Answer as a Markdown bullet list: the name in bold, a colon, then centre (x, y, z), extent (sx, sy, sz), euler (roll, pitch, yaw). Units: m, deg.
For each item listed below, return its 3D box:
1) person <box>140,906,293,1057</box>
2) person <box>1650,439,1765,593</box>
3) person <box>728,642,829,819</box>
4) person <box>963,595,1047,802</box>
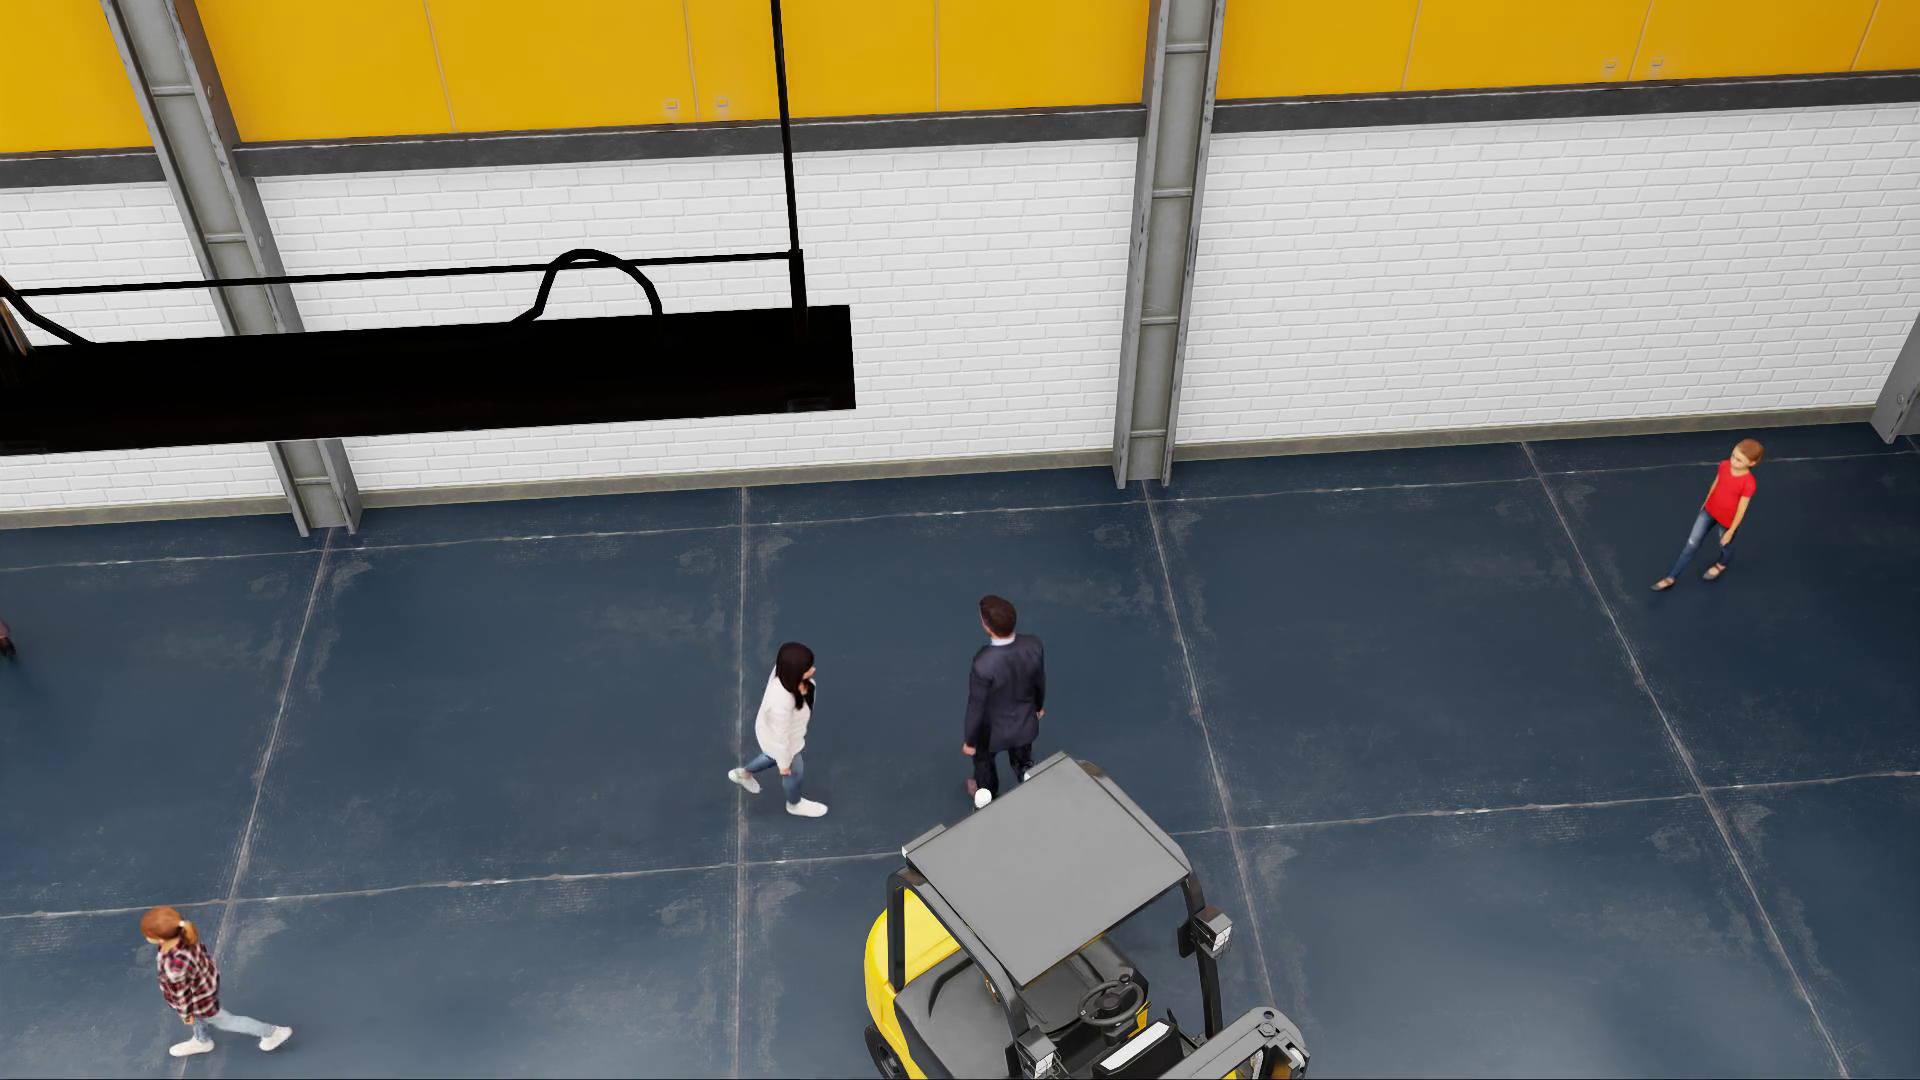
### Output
- **person**: centre (-3.928, 2.325, 8.688), extent (0.906, 1.291, 0.601), euler (-9, 44, -9)
- **person**: centre (5.235, -0.171, 11.317), extent (0.950, 1.278, 0.711), euler (-19, 47, -19)
- **person**: centre (-1.107, 1.106, 9.737), extent (0.898, 1.608, 0.722), euler (-1, 44, -1)
- **person**: centre (0.310, 1.101, 9.579), extent (1.119, 1.834, 1.044), euler (-24, 48, -23)
